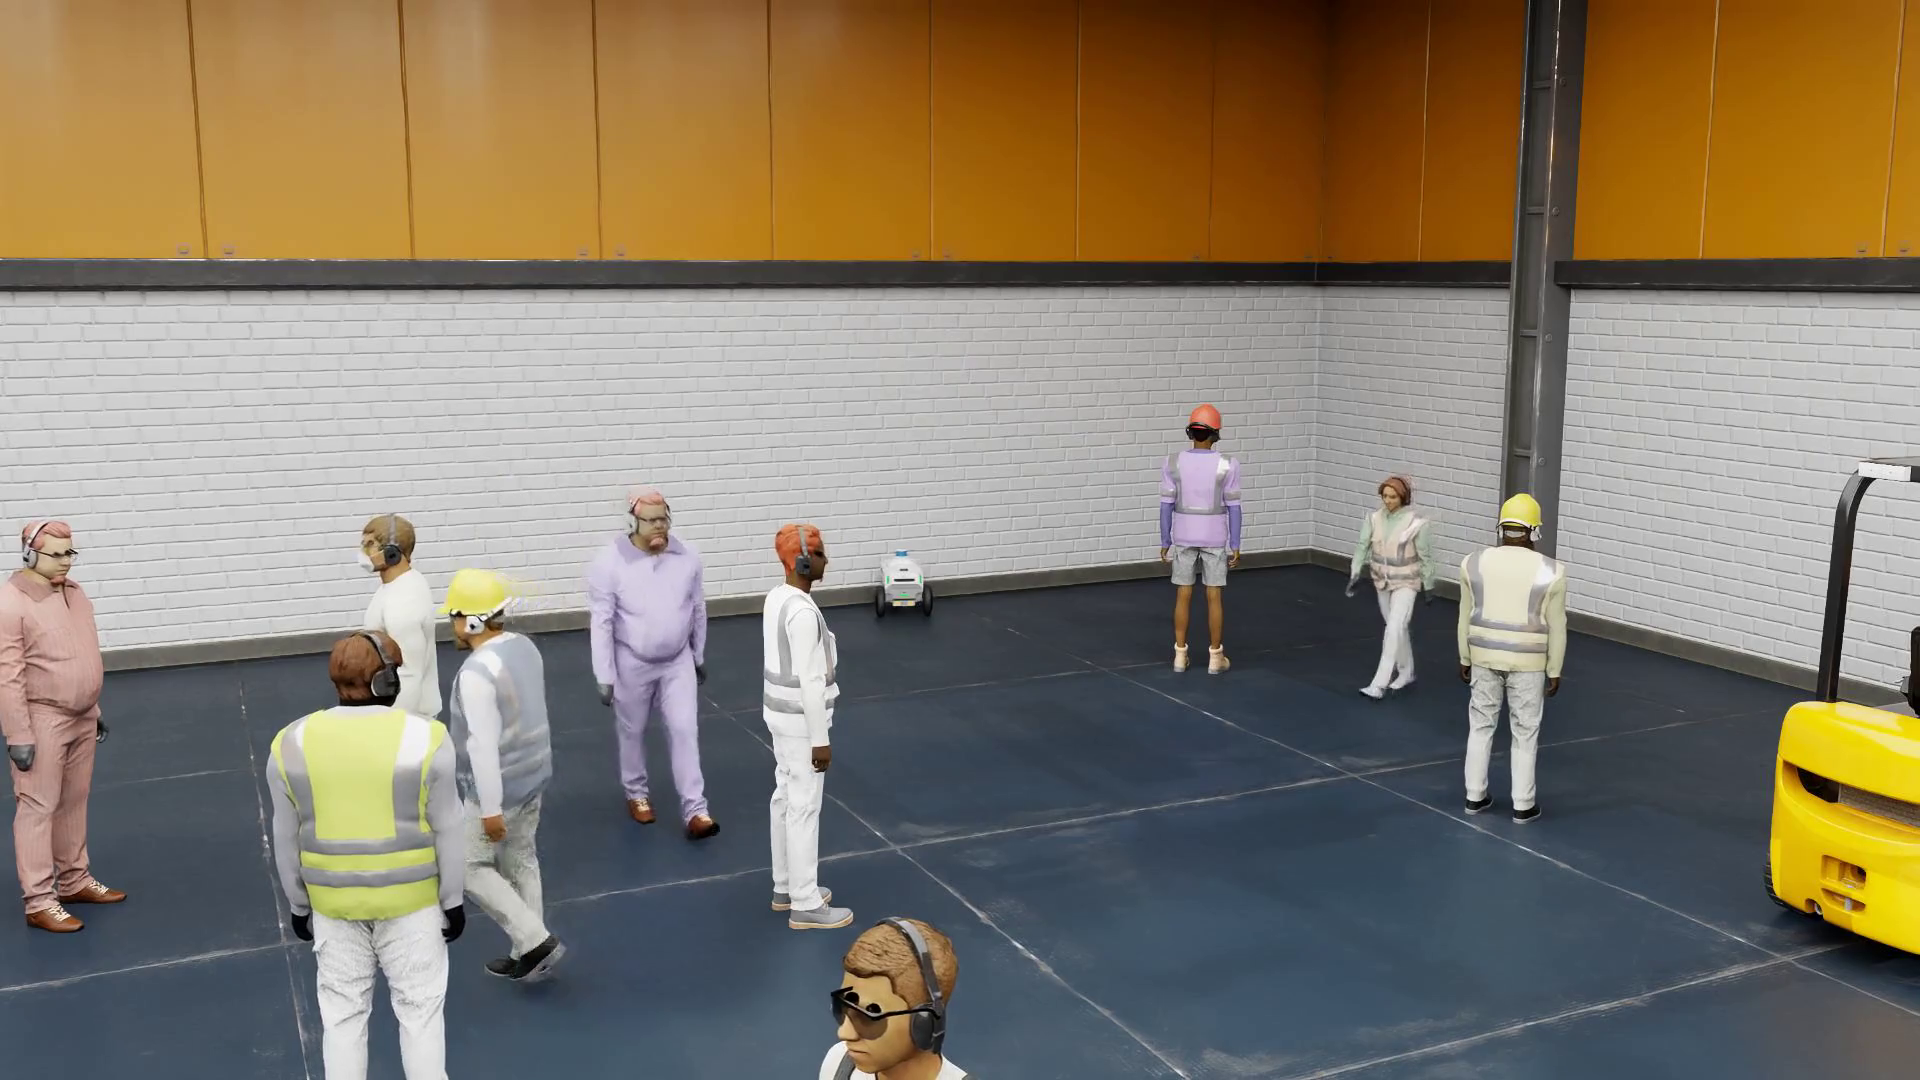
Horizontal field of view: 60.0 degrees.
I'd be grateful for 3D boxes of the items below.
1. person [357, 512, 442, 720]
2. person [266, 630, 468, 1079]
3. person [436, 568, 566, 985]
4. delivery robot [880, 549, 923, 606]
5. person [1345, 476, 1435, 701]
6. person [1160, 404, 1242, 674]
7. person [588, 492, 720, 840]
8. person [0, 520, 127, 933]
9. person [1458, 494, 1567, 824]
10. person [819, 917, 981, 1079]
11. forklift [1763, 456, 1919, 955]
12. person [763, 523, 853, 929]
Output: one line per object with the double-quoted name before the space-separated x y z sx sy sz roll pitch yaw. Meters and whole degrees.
"person" -2.596 0.832 7.722 0.372 1.940 0.631 -3 10 -19
"person" -1.980 1.215 5.657 0.625 1.840 0.430 0 9 -2
"person" -1.942 1.014 6.989 0.436 1.818 0.585 2 9 12
"delivery robot" -0.527 0.324 14.864 0.477 0.478 0.707 -1 9 -7
"person" 3.057 0.341 11.846 0.891 1.590 0.509 -7 12 -38
"person" 1.827 -0.007 12.607 0.615 2.041 0.384 3 10 17
"person" -1.618 0.679 8.890 0.675 1.859 0.978 -5 10 -27
"person" -4.198 0.847 7.751 0.406 1.901 0.639 1 9 4
"person" 3.050 0.653 9.211 0.586 1.824 0.404 5 11 31
"person" -0.115 1.608 3.201 0.508 1.846 0.345 8 12 41
"forklift" 4.857 0.731 7.561 2.313 2.155 1.214 -4 10 -25
"person" -0.729 0.858 7.732 0.355 1.884 0.576 -4 10 -22
